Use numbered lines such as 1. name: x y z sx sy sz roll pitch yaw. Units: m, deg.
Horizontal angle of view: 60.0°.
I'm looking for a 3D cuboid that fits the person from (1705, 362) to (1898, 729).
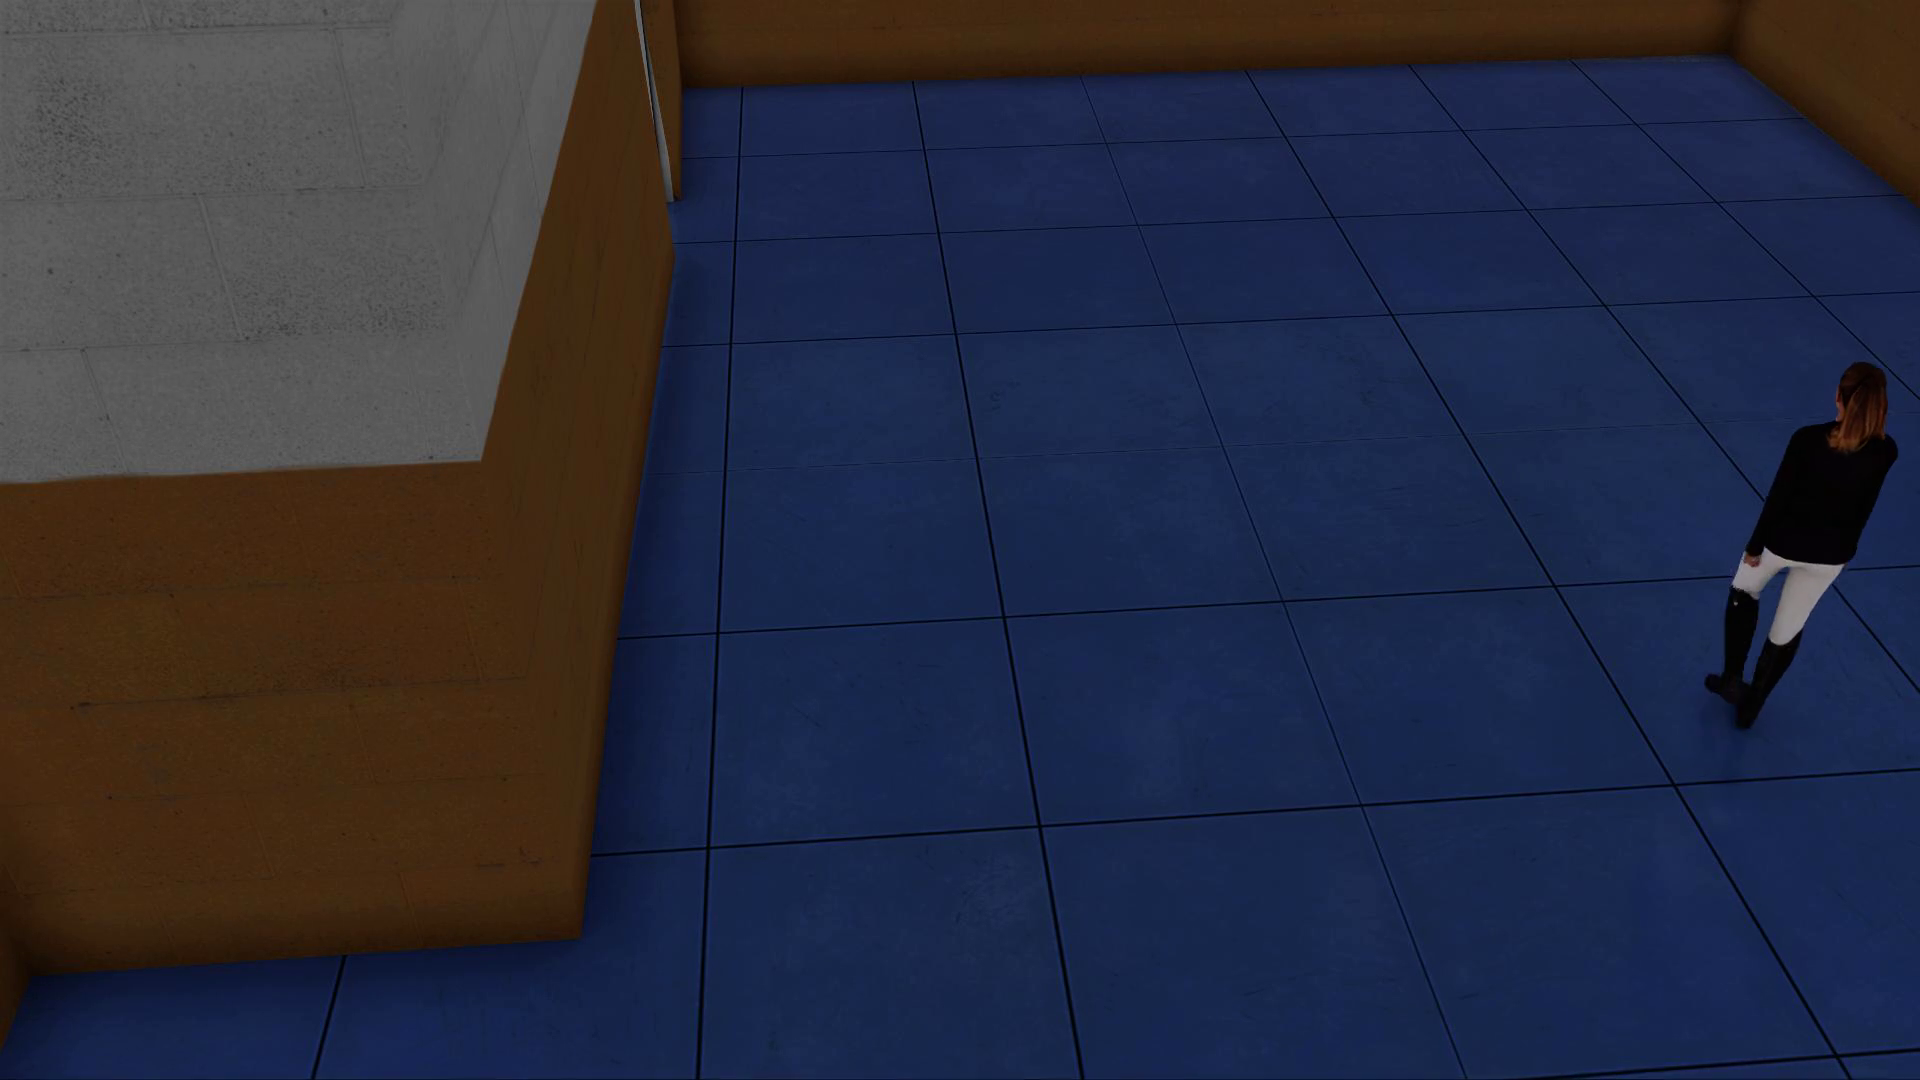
1. person: 3.393 0.100 6.695 0.637 1.722 0.731 10 38 13
